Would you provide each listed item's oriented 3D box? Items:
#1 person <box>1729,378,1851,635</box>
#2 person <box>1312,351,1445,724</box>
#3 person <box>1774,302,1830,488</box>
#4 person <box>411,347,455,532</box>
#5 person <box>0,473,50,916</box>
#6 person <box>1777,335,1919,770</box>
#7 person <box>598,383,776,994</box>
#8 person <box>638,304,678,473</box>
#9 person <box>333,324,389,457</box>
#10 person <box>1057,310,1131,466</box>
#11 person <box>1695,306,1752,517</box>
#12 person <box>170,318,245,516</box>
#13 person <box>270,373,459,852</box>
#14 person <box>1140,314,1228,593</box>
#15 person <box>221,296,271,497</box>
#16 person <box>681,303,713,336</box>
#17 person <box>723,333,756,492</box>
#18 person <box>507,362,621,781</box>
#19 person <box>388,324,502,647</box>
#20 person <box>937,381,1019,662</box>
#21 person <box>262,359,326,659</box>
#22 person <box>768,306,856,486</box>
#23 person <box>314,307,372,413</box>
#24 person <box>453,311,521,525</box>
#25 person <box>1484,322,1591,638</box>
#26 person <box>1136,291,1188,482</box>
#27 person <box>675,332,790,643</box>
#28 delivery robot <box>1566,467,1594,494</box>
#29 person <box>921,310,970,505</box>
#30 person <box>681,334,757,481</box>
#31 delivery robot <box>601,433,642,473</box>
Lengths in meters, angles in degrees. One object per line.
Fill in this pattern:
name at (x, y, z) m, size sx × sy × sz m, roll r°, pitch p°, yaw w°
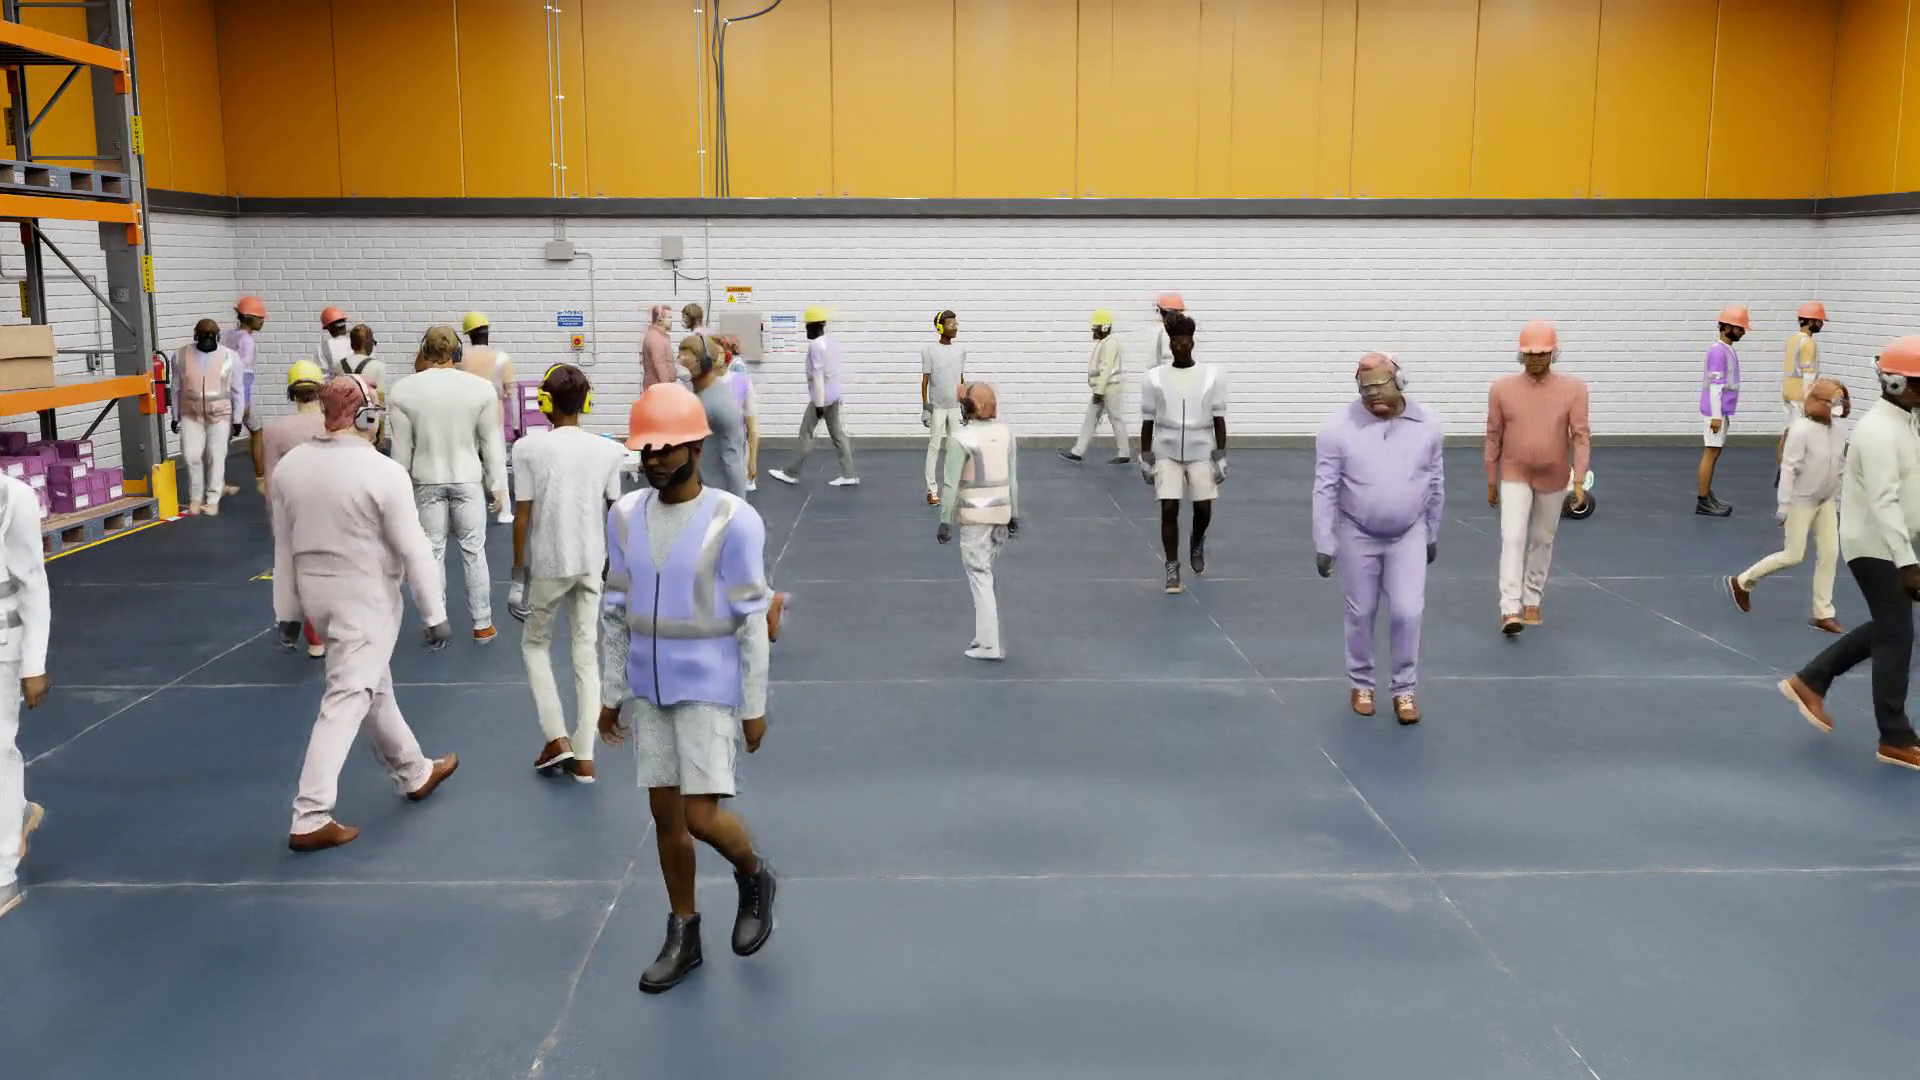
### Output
person at (5.305, -0.236, 10.503) m, size 0.536 × 1.602 × 0.673 m, roll -4°, pitch 10°, yaw -25°
person at (2.084, -0.010, 8.311) m, size 0.663 × 1.866 × 0.655 m, roll 1°, pitch 9°, yaw 6°
person at (8.635, -1.466, 17.027) m, size 0.378 × 1.932 × 0.551 m, roll 1°, pitch 9°, yaw 6°
person at (-4.588, -0.874, 14.337) m, size 0.526 × 1.620 × 0.510 m, roll 7°, pitch 11°, yaw 35°
person at (-3.444, 0.391, 5.826) m, size 0.601 × 1.871 × 0.488 m, roll 1°, pitch 9°, yaw 6°
person at (4.213, 0.047, 7.641) m, size 0.830 × 1.970 × 0.664 m, roll 8°, pitch 12°, yaw 41°
person at (-0.861, 0.463, 5.242) m, size 0.555 × 1.924 × 0.485 m, roll 5°, pitch 10°, yaw 26°
person at (-3.231, -1.674, 18.510) m, size 0.896 × 1.864 × 0.661 m, roll -1°, pitch 9°, yaw -7°
person at (-5.200, -0.973, 14.481) m, size 0.536 × 1.794 × 0.981 m, roll 1°, pitch 9°, yaw 8°
person at (1.564, -1.726, 19.034) m, size 0.893 × 1.786 × 0.605 m, roll -1°, pitch 9°, yaw -9°
person at (7.030, -1.187, 15.325) m, size 0.389 × 1.930 × 0.547 m, roll 6°, pitch 11°, yaw 31°
person at (-6.882, -1.116, 15.234) m, size 0.645 × 1.817 × 0.464 m, roll -3°, pitch 10°, yaw -19°
person at (-2.379, 0.259, 6.696) m, size 0.670 × 1.848 × 1.013 m, roll 5°, pitch 10°, yaw 27°
person at (1.580, -0.615, 11.746) m, size 0.636 × 1.952 × 0.603 m, roll 1°, pitch 9°, yaw 9°
person at (-7.132, -1.408, 16.536) m, size 0.721 × 1.992 × 0.607 m, roll -8°, pitch 12°, yaw -41°
person at (-2.893, -1.614, 18.062) m, size 1.048 × 1.884 × 0.650 m, roll 3°, pitch 10°, yaw 17°
person at (-2.319, -1.260, 16.714) m, size 0.576 × 1.616 × 0.550 m, roll -3°, pitch 10°, yaw -20°
person at (-1.762, 0.143, 7.397) m, size 0.569 × 1.853 × 0.471 m, roll -5°, pitch 11°, yaw -30°
person at (-3.074, -0.321, 9.994) m, size 0.635 × 1.937 × 0.355 m, roll -3°, pitch 10°, yaw -15°
person at (0.086, -0.112, 9.661) m, size 0.500 × 1.620 × 0.538 m, roll 9°, pitch 13°, yaw 43°
person at (-3.693, -0.152, 9.513) m, size 0.533 × 1.749 × 0.582 m, roll -3°, pitch 10°, yaw -19°
person at (-1.518, -1.492, 17.354) m, size 0.974 × 1.874 × 0.614 m, roll 3°, pitch 10°, yaw 17°
person at (-6.112, -1.383, 16.638) m, size 0.592 × 1.891 × 0.587 m, roll -4°, pitch 10°, yaw -25°
person at (-4.173, -1.052, 14.568) m, size 0.639 × 1.902 × 0.572 m, roll -2°, pitch 9°, yaw -9°
person at (3.564, -0.368, 10.285) m, size 0.618 × 1.933 × 1.037 m, roll 3°, pitch 10°, yaw 16°
person at (2.169, -1.597, 17.539) m, size 0.473 × 2.029 × 0.630 m, roll -1°, pitch 9°, yaw -8°
person at (-1.322, -0.234, 9.530) m, size 0.745 × 1.923 × 0.639 m, roll -5°, pitch 11°, yaw -29°
delivery robot at (5.431, -0.540, 15.279) m, size 0.707 × 0.478 × 0.477 m, roll 2°, pitch 10°, yaw 15°
person at (-0.136, -1.274, 16.041) m, size 0.532 × 1.874 × 0.321 m, roll -6°, pitch 11°, yaw -32°
person at (-1.805, -0.627, 12.320) m, size 0.574 × 1.793 × 0.988 m, roll 3°, pitch 10°, yaw 17°
delivery robot at (-3.661, -0.862, 17.255) m, size 0.707 × 0.478 × 0.477 m, roll -3°, pitch 10°, yaw -16°
